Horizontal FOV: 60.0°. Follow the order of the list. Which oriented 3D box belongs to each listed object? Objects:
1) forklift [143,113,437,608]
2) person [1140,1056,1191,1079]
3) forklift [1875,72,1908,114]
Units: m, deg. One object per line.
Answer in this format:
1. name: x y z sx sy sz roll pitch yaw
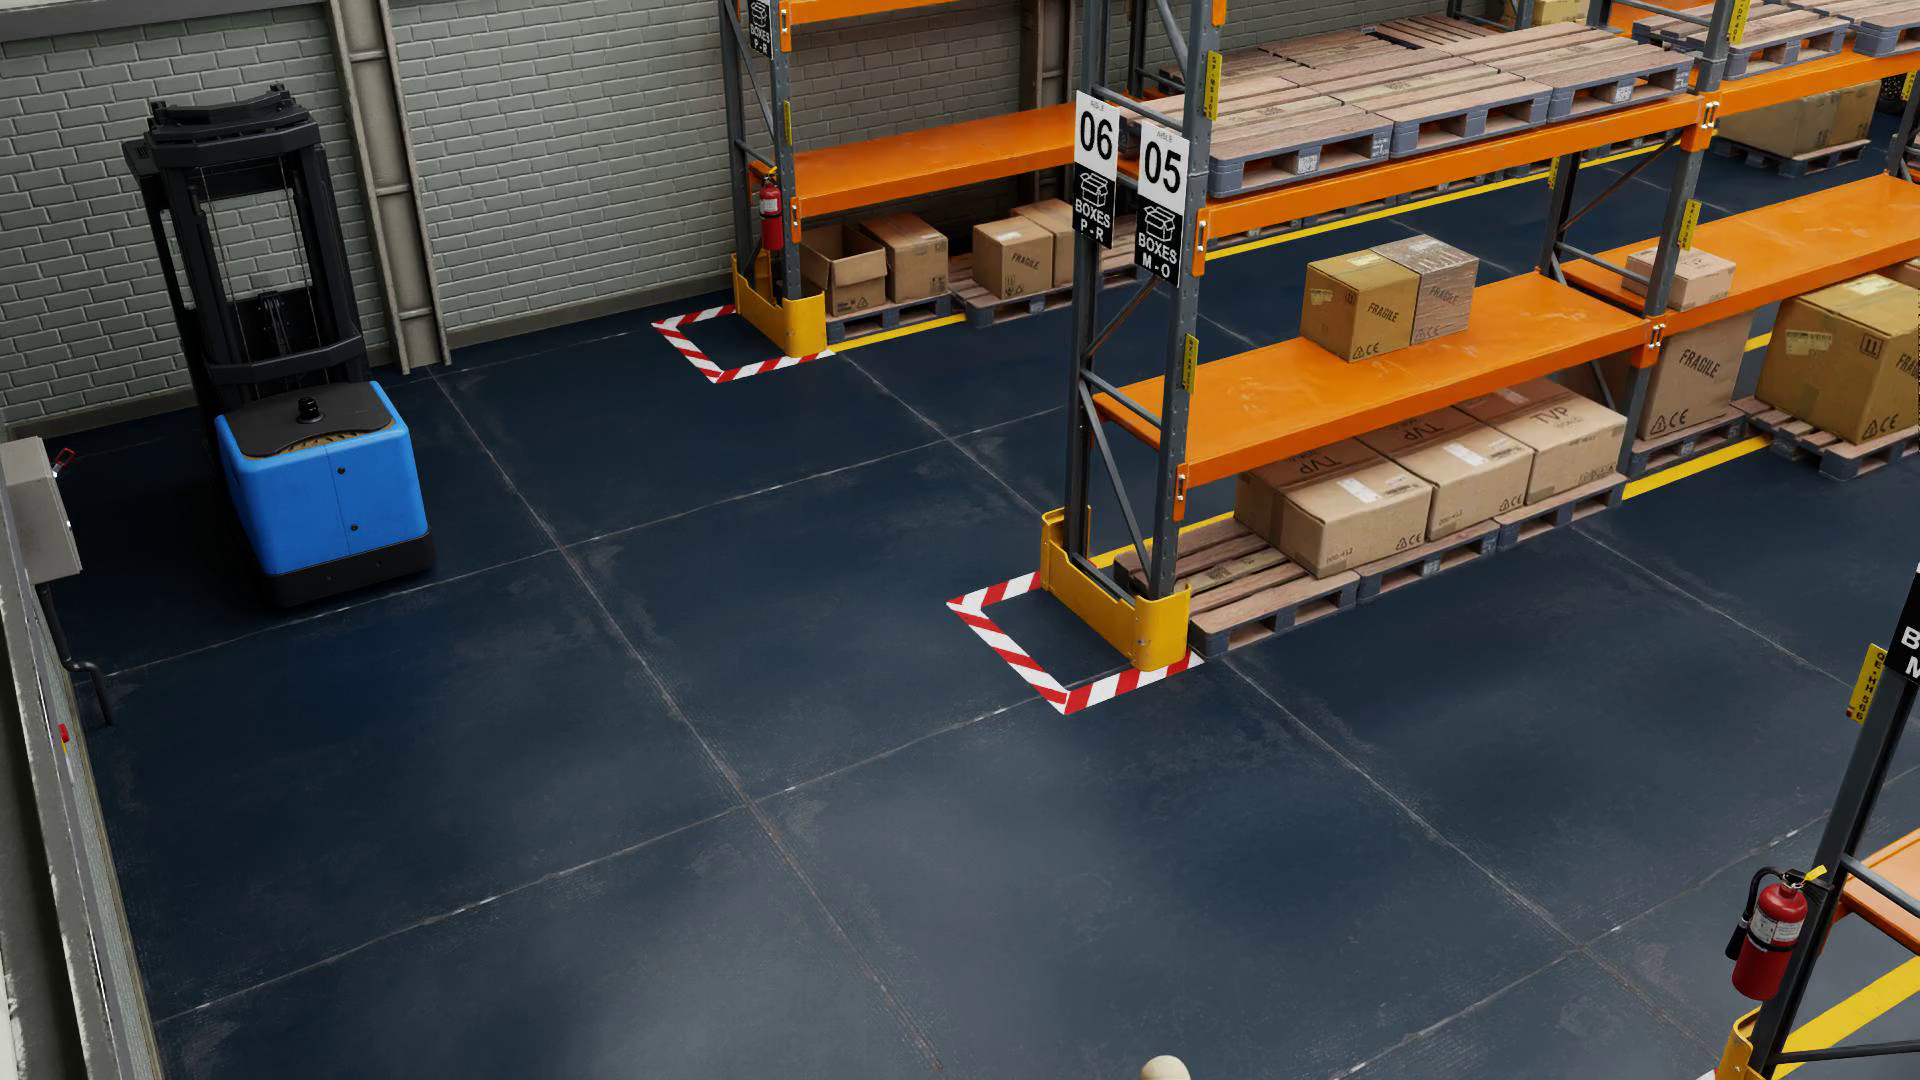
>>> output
1. forklift: -4.289 -1.259 10.509 1.129 2.768 1.873 -17 36 -26
2. person: 0.639 2.390 5.633 0.603 1.798 0.437 -16 35 -24
3. forklift: 11.468 -5.645 18.244 1.214 2.155 2.313 -17 36 -26
